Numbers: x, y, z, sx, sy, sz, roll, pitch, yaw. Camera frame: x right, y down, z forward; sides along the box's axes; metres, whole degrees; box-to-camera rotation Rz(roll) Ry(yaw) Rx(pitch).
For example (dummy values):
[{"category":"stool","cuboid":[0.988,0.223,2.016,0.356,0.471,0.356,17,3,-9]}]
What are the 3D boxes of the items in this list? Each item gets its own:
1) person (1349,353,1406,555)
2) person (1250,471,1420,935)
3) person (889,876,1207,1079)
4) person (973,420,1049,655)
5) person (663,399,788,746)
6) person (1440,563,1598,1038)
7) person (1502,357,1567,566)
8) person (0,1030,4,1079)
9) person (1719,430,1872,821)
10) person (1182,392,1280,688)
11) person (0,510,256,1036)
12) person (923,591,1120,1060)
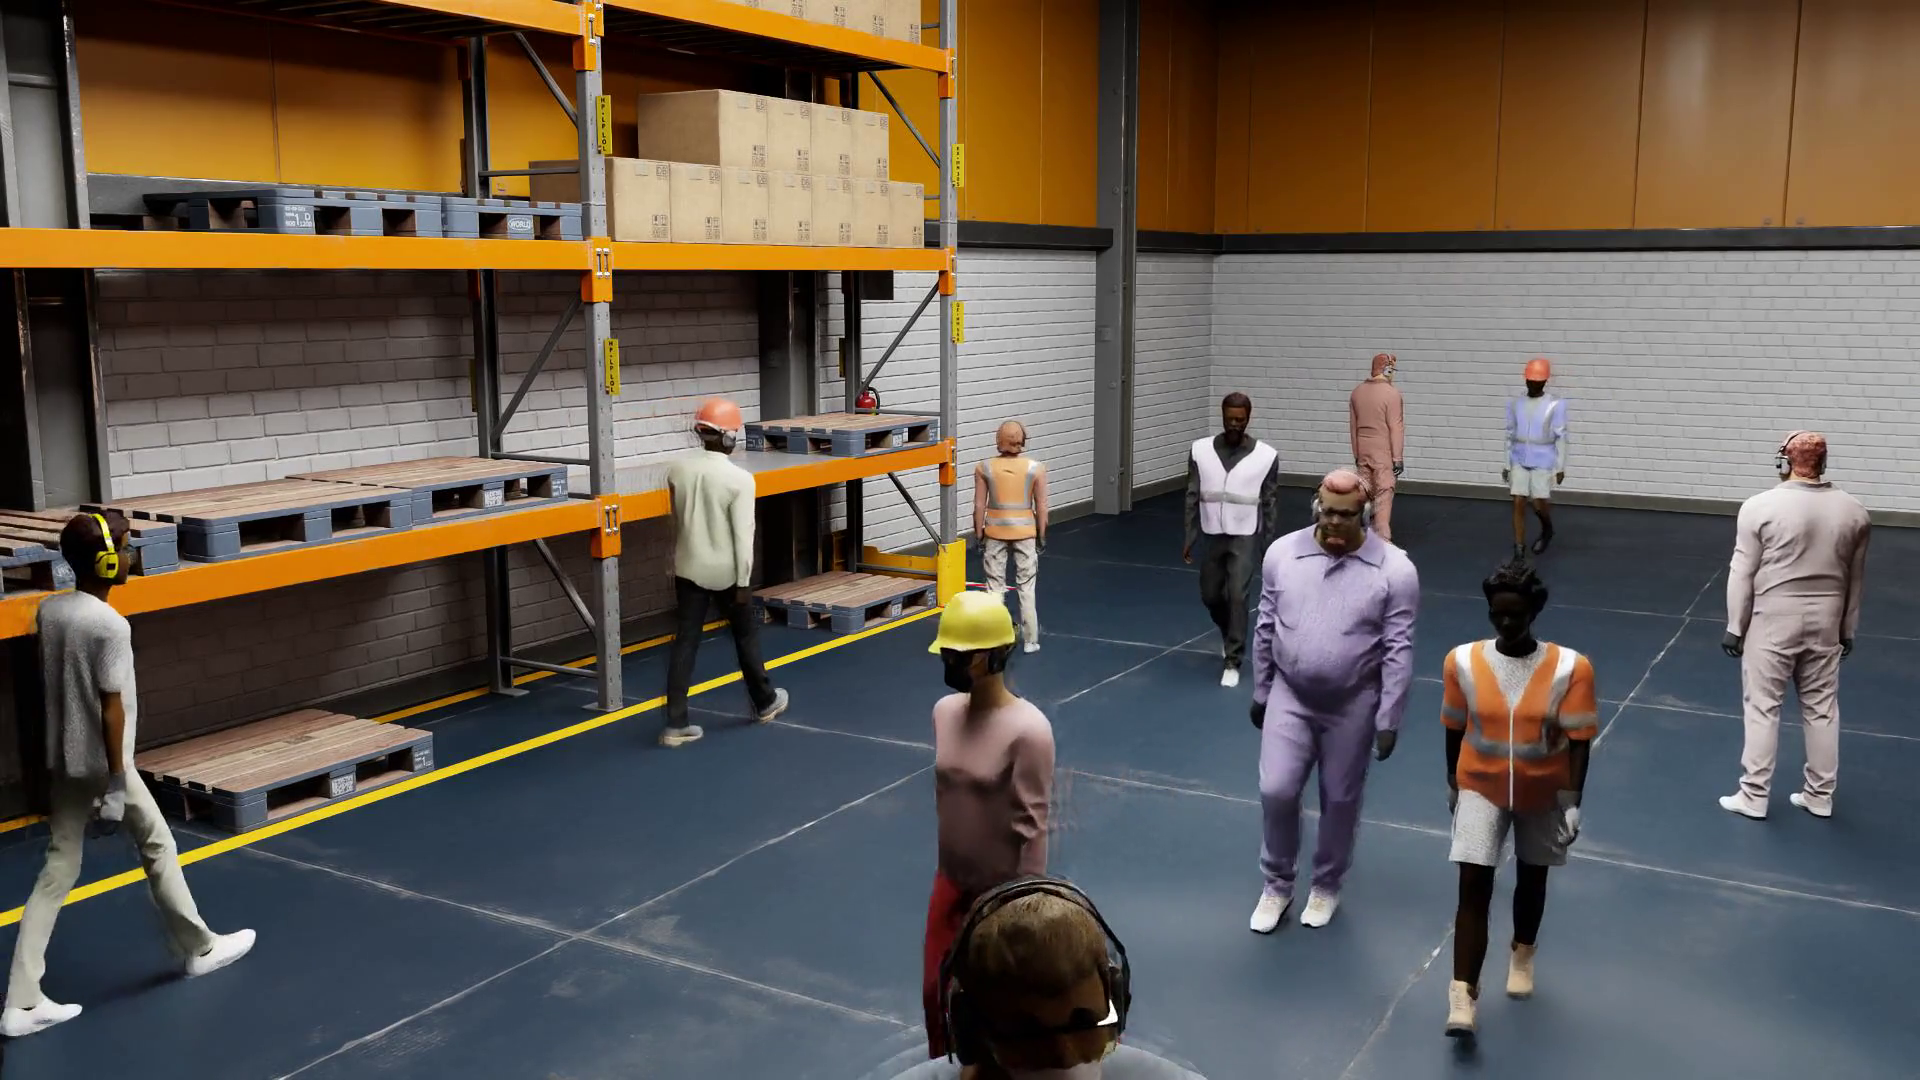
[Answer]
[{"category":"person","cuboid":[3.960,-0.804,15.678,0.407,1.902,0.638,-5,10,-28]},{"category":"person","cuboid":[1.445,0.661,6.588,0.661,1.877,0.644,4,10,24]},{"category":"person","cuboid":[0.107,1.363,2.131,0.630,1.902,0.872,-2,9,-13]},{"category":"person","cuboid":[0.352,-0.012,11.547,0.522,1.638,0.310,1,9,4]},{"category":"person","cuboid":[-1.388,0.164,9.522,0.619,1.964,0.885,4,10,22]},{"category":"person","cuboid":[1.925,0.906,5.804,0.537,1.639,0.899,4,10,23]},{"category":"person","cuboid":[5.225,-0.716,15.105,0.553,1.910,0.605,7,12,38]},{"category":"person","cuboid":[-1.873,1.294,2.824,0.625,1.823,0.748,0,9,0]},{"category":"person","cuboid":[4.052,0.414,8.112,0.641,1.899,0.396,-1,9,-5]},{"category":"person","cuboid":[1.784,-0.032,10.882,0.603,1.896,0.730,4,10,22]},{"category":"person","cuboid":[-3.071,0.796,5.968,0.503,1.821,0.966,4,10,26]},{"category":"person","cuboid":[0.134,0.994,4.938,0.724,1.740,0.525,-8,12,-41]}]
